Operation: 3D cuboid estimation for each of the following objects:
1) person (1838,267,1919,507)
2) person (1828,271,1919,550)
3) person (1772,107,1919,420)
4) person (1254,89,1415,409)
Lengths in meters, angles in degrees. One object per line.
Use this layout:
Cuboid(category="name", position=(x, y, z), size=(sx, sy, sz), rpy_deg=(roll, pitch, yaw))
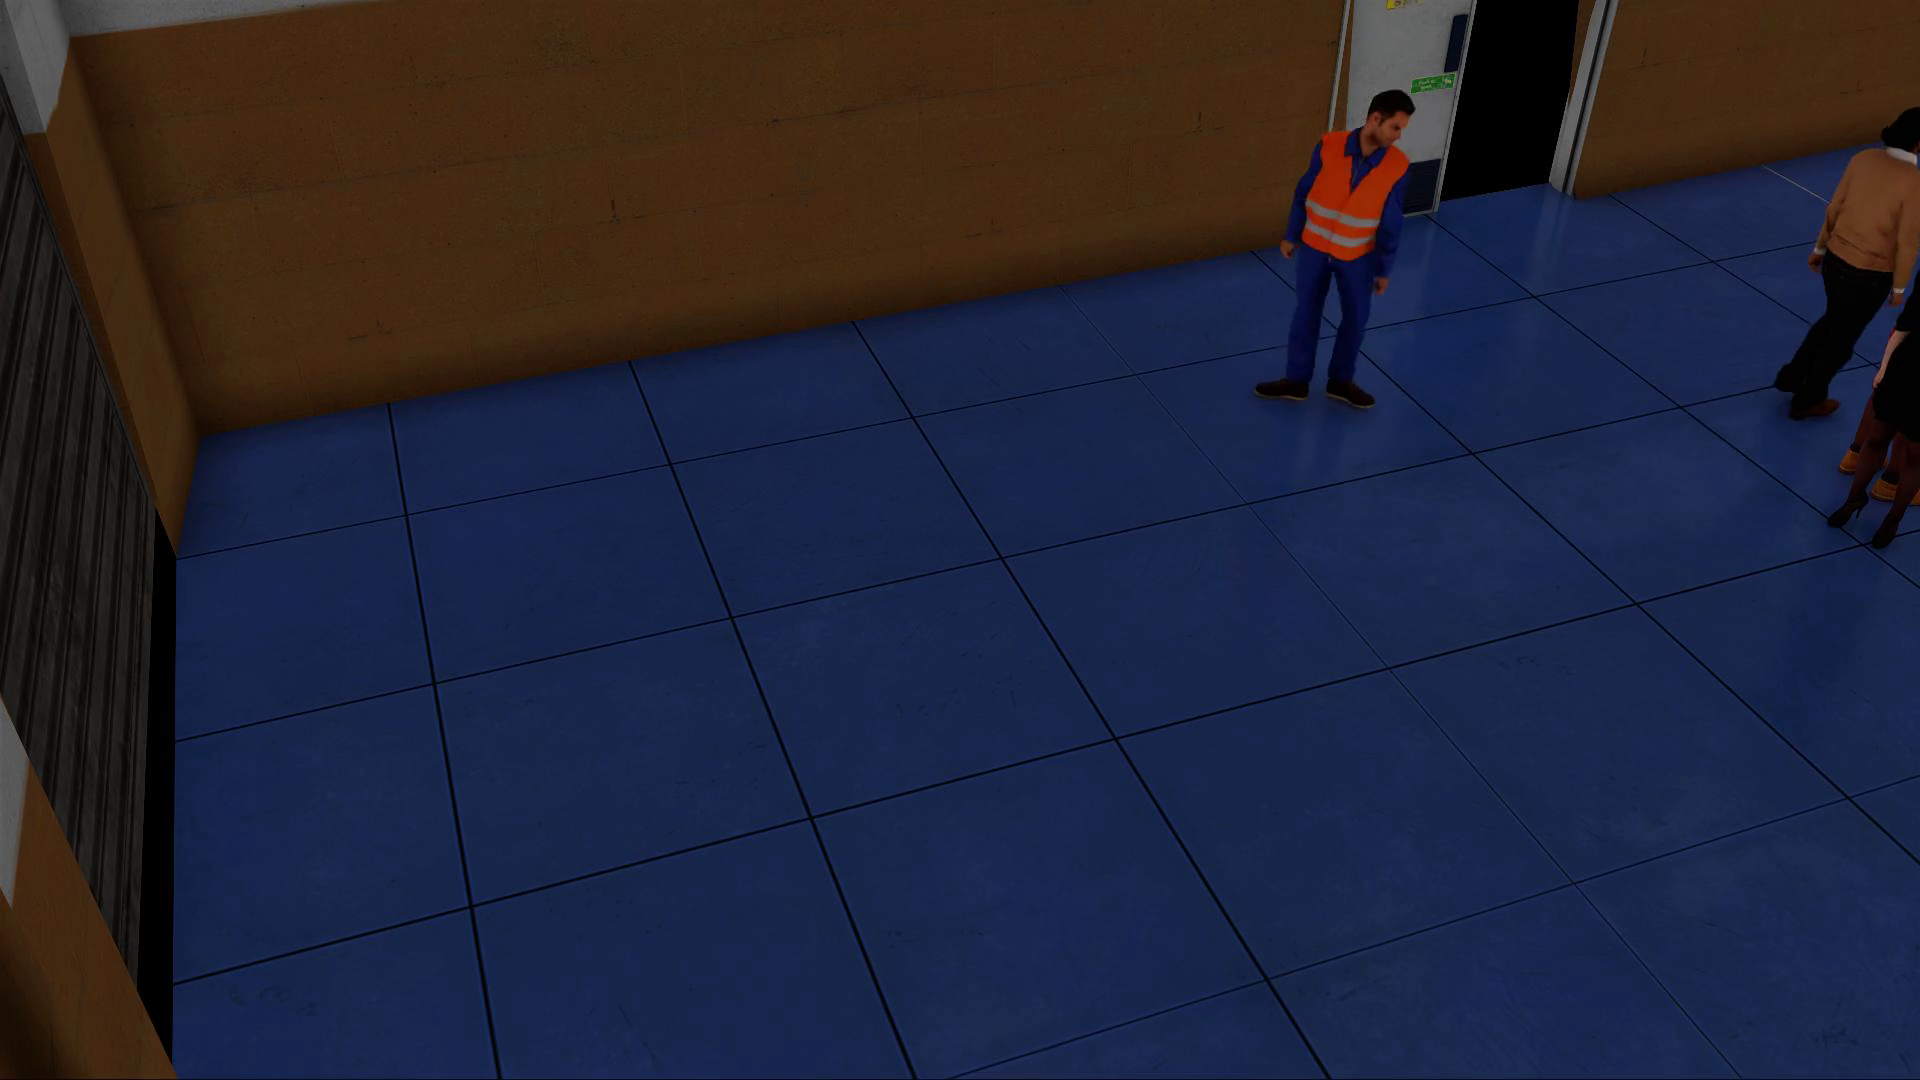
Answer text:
Cuboid(category="person", position=(4.697, -0.985, 8.022), size=(0.712, 1.728, 0.594), rpy_deg=(-5, 37, -7))
Cuboid(category="person", position=(4.458, -0.721, 7.687), size=(0.700, 1.691, 0.531), rpy_deg=(-25, 43, -29))
Cuboid(category="person", position=(4.536, -1.365, 8.516), size=(0.727, 1.743, 0.545), rpy_deg=(-12, 39, -16))
Cuboid(category="person", position=(1.899, -1.501, 8.625), size=(0.880, 1.830, 0.905), rpy_deg=(22, 42, 26))
